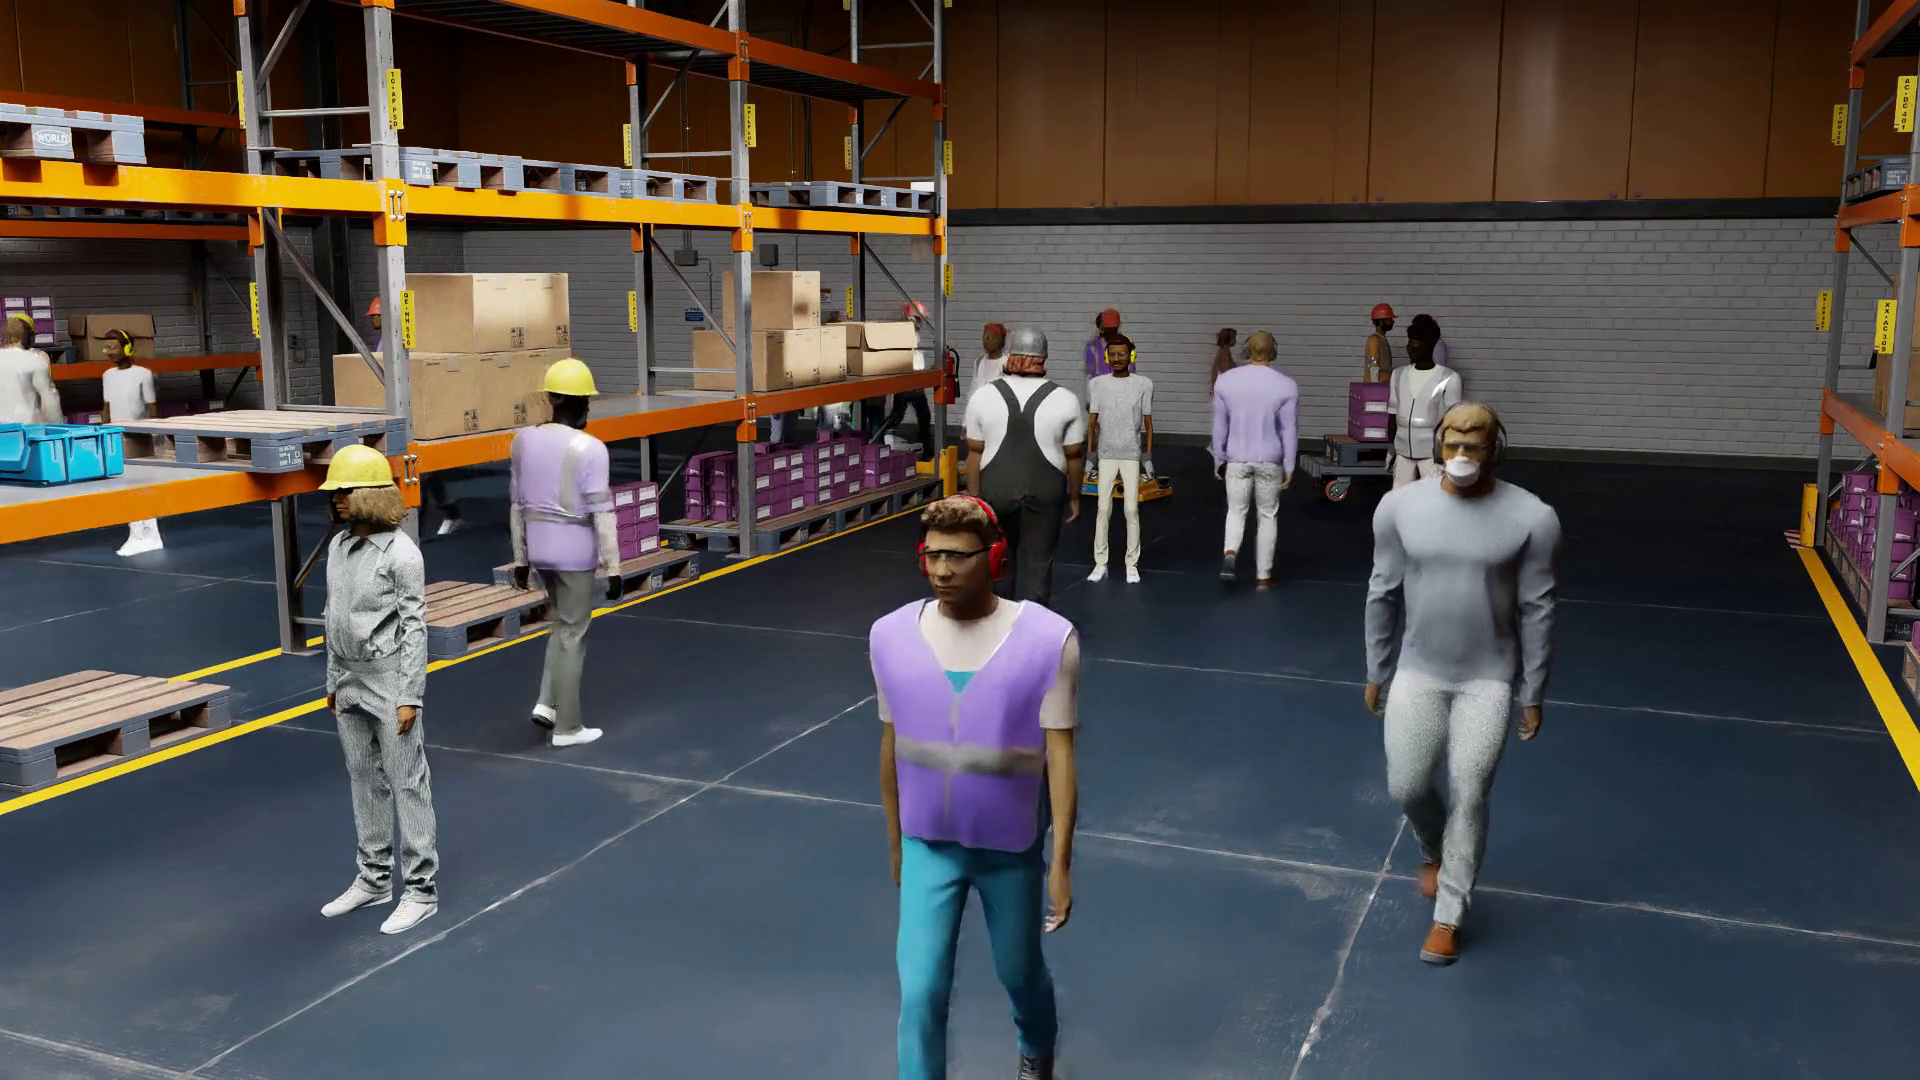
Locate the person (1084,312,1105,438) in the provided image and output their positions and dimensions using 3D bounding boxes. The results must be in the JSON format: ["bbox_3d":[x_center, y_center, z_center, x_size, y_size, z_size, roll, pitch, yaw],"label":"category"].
[{"bbox_3d":[1.584,-1.735,19.394,0.679,1.840,0.515,1,9,7],"label":"person"}]

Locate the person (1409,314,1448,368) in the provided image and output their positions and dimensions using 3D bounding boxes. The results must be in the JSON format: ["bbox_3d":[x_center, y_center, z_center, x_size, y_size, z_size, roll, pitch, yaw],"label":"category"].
[{"bbox_3d":[5.459,-1.718,19.378,0.460,1.814,0.642,-1,9,-4],"label":"person"}]

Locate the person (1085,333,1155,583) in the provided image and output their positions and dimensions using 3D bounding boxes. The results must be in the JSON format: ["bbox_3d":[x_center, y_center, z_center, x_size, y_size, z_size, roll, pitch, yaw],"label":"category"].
[{"bbox_3d":[1.191,-0.605,12.428,0.534,1.869,0.315,2,10,12],"label":"person"}]

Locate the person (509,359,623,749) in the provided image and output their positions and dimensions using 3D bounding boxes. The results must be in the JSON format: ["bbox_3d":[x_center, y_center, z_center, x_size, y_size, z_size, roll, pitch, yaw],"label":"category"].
[{"bbox_3d":[-1.917,0.073,8.171,0.619,1.911,0.425,6,11,31],"label":"person"}]

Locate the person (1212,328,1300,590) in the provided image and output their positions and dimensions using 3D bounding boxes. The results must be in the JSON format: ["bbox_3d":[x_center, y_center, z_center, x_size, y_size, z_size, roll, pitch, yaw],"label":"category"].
[{"bbox_3d":[2.121,-0.559,12.003,0.641,1.920,0.618,3,10,20],"label":"person"}]

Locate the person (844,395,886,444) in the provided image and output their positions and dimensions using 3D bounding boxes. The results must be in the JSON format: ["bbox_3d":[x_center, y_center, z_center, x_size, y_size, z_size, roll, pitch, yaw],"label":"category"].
[{"bbox_3d":[-1.012,-1.410,17.654,0.530,1.760,0.340,-6,11,-34],"label":"person"}]

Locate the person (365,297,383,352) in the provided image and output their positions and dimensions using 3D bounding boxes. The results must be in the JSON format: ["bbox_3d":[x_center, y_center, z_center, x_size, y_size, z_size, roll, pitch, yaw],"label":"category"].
[{"bbox_3d":[-5.923,-1.488,17.248,0.383,2.045,0.605,-5,11,-28],"label":"person"}]

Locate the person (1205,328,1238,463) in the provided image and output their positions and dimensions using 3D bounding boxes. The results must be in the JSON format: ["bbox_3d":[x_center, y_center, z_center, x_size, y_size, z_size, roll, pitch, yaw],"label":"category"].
[{"bbox_3d":[3.175,-1.719,19.876,0.351,1.626,0.545,1,9,4],"label":"person"}]

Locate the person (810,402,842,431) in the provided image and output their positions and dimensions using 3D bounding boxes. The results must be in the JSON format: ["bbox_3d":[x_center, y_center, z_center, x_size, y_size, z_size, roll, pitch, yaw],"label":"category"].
[{"bbox_3d":[-1.415,-1.490,18.590,0.726,1.601,0.496,3,10,16],"label":"person"}]

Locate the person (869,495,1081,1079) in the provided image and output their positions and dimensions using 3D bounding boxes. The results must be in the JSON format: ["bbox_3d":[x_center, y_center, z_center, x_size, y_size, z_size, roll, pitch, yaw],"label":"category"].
[{"bbox_3d":[0.051,0.761,4.342,0.573,1.811,0.908,3,10,15],"label":"person"}]

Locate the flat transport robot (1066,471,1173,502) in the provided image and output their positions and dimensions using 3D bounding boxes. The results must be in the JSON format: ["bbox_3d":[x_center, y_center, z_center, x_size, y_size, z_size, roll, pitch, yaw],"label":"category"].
[{"bbox_3d":[1.400,-0.576,17.083,1.431,0.197,0.652,6,11,34],"label":"flat transport robot"}]

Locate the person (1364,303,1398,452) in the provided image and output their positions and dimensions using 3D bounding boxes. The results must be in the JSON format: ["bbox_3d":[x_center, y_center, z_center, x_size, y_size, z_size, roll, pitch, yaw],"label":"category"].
[{"bbox_3d":[4.805,-1.735,19.052,0.348,1.942,0.548,4,10,21],"label":"person"}]

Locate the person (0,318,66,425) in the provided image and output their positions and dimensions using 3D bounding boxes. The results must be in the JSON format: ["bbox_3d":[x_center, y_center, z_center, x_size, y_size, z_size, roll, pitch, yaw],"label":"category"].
[{"bbox_3d":[-8.218,-1.007,14.770,0.629,1.896,0.959,4,10,21],"label":"person"}]

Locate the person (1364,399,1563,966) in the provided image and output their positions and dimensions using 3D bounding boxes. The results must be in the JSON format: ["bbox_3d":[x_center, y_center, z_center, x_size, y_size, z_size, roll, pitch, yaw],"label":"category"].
[{"bbox_3d":[1.723,0.469,5.747,0.648,1.926,0.561,4,10,25],"label":"person"}]

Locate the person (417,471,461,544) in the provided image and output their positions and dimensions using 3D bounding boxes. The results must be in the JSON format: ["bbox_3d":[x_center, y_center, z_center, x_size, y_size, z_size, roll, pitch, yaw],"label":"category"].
[{"bbox_3d":[-4.611,-0.916,14.320,0.594,1.875,1.001,4,10,23],"label":"person"}]

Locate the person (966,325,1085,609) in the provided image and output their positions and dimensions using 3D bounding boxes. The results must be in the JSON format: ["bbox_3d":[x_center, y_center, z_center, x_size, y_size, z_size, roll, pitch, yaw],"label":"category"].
[{"bbox_3d":[0.408,-0.303,10.080,0.703,2.000,0.742,1,9,7],"label":"person"}]

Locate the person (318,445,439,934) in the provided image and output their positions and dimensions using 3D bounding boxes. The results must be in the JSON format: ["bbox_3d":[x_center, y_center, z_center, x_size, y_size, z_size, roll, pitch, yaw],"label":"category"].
[{"bbox_3d":[-2.101,0.527,5.946,0.487,1.744,0.294,6,11,32],"label":"person"}]

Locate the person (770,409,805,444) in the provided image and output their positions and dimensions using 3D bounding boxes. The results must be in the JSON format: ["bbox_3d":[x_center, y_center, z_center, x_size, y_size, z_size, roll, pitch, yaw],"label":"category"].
[{"bbox_3d":[-1.855,-1.444,17.846,0.324,1.760,0.523,6,11,31],"label":"person"}]

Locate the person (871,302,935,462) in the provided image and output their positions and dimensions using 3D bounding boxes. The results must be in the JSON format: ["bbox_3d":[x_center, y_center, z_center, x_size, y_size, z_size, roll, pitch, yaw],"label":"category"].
[{"bbox_3d":[-0.681,-1.854,19.781,0.977,1.959,0.624,4,10,24],"label":"person"}]

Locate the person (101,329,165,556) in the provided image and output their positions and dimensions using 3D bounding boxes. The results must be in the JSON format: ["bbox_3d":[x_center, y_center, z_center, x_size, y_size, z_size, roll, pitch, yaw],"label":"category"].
[{"bbox_3d":[-6.853,-0.790,13.600,0.536,1.844,0.652,4,10,24],"label":"person"}]

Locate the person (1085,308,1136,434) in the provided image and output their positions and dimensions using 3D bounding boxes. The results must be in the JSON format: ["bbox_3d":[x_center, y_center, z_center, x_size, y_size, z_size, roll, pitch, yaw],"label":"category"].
[{"bbox_3d":[1.661,-1.617,18.457,0.559,1.914,0.671,0,9,2],"label":"person"}]

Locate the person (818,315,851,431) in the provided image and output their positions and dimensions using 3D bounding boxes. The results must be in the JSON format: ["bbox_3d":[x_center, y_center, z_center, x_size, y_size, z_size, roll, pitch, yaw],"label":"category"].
[{"bbox_3d":[-1.459,-1.672,19.096,0.673,1.814,0.671,-7,12,-36],"label":"person"}]

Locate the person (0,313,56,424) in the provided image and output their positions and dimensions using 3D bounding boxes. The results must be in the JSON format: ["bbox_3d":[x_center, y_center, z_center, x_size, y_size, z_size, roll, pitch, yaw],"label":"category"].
[{"bbox_3d":[-8.834,-1.178,15.754,0.585,1.918,0.379,0,9,-3],"label":"person"}]

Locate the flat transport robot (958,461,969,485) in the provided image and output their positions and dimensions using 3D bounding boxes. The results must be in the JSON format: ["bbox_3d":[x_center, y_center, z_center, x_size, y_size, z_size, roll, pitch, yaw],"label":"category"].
[{"bbox_3d":[0.182,-0.697,17.814,1.431,0.197,0.652,7,12,35],"label":"flat transport robot"}]

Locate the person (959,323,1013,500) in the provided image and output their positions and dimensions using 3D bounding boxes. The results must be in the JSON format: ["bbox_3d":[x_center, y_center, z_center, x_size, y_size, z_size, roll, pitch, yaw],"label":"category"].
[{"bbox_3d":[0.280,-1.045,15.174,0.988,1.833,0.573,-8,12,-39],"label":"person"}]

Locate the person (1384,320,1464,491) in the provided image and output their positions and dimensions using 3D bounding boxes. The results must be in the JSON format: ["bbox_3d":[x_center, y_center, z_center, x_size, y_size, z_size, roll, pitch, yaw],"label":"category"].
[{"bbox_3d":[3.489,-0.678,12.583,0.608,1.963,0.372,9,13,44],"label":"person"}]

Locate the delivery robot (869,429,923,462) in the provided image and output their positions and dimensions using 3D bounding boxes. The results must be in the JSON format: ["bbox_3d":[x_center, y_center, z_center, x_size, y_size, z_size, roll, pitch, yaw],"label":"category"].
[{"bbox_3d":[-0.772,-0.979,18.381,0.707,0.478,0.477,5,10,27],"label":"delivery robot"}]
